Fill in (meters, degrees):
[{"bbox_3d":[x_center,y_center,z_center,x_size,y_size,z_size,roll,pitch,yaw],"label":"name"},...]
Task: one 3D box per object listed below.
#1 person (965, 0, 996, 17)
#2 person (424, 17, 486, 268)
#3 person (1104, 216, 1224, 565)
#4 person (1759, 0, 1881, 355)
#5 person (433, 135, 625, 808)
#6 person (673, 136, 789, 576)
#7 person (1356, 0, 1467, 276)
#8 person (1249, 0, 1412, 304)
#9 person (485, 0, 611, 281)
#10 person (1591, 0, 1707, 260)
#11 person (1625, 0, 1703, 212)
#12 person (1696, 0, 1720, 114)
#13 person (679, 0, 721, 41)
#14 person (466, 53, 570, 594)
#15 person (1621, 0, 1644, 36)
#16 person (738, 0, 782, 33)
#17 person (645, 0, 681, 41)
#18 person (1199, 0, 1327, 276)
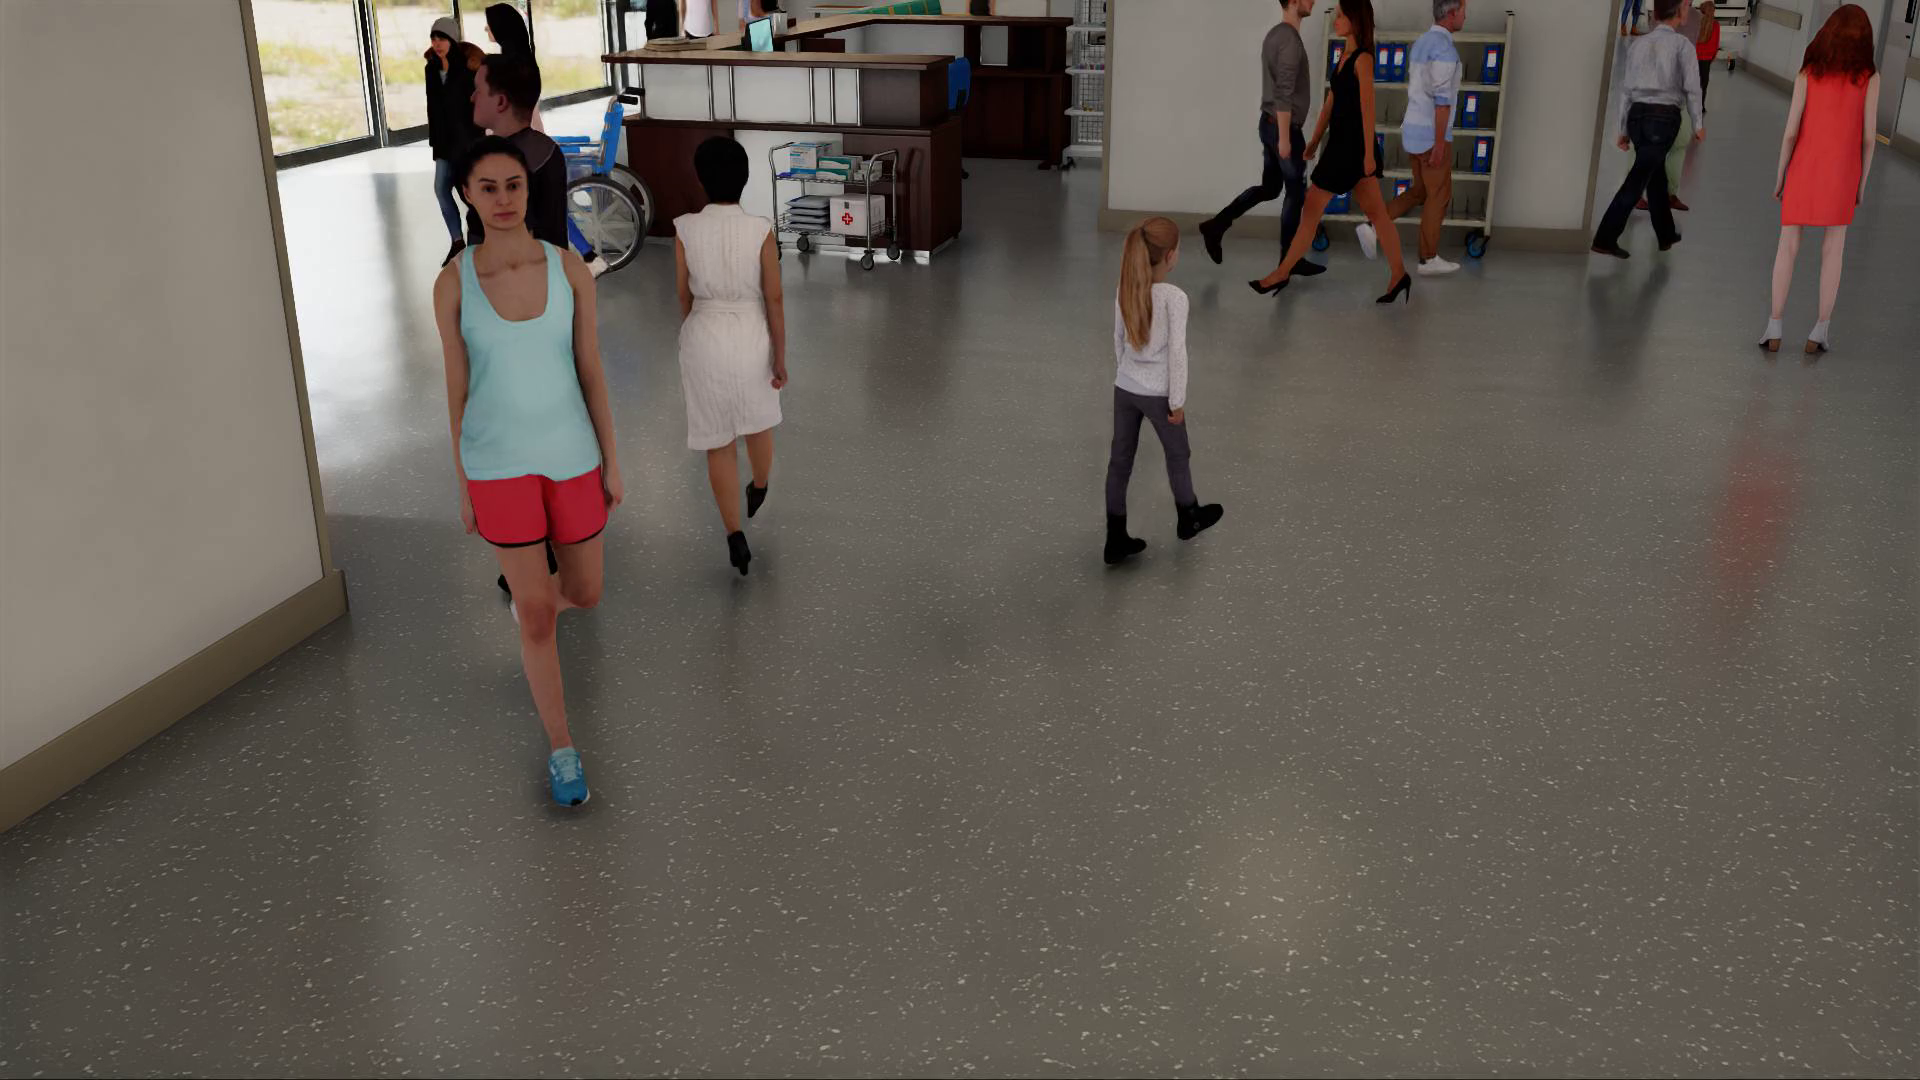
[{"bbox_3d":[0.263,-6.492,21.409,1.057,1.530,0.646,7,22,18],"label":"person"},{"bbox_3d":[-3.310,-2.659,11.155,0.515,1.626,0.682,5,21,13],"label":"person"},{"bbox_3d":[0.636,-0.513,6.005,0.817,1.260,0.782,18,27,39],"label":"person"},{"bbox_3d":[4.611,-1.915,8.905,0.496,1.828,0.681,9,23,23],"label":"person"},{"bbox_3d":[-1.153,-0.188,4.464,1.025,1.744,1.042,-9,23,-23],"label":"person"},{"bbox_3d":[-0.821,-0.611,5.908,0.986,1.512,0.857,-3,21,-8],"label":"person"},{"bbox_3d":[2.972,-2.626,10.813,1.035,1.806,0.883,-1,21,-3],"label":"person"},{"bbox_3d":[2.398,-2.221,9.788,1.251,1.774,0.784,-1,21,-2],"label":"person"},{"bbox_3d":[-2.624,-2.375,10.247,1.148,1.738,0.696,4,21,11],"label":"person"},{"bbox_3d":[4.615,-2.752,11.210,1.256,1.761,1.186,-11,23,-27],"label":"person"},{"bbox_3d":[5.501,-3.501,13.098,0.956,1.825,0.999,-11,23,-26],"label":"person"},{"bbox_3d":[8.817,-5.754,19.813,0.415,1.281,0.555,7,22,18],"label":"person"},{"bbox_3d":[-3.100,-5.994,19.770,1.063,1.760,0.958,-2,21,-5],"label":"person"},{"bbox_3d":[-1.498,-0.744,5.788,0.730,1.845,0.803,-2,21,-5],"label":"person"},{"bbox_3d":[13.078,-10.670,32.184,0.585,1.713,0.727,-3,21,-7],"label":"person"},{"bbox_3d":[-1.835,-4.434,15.658,1.174,1.756,0.896,-1,21,-3],"label":"person"},{"bbox_3d":[-3.314,-5.428,18.466,0.631,1.625,0.702,5,21,12],"label":"person"},{"bbox_3d":[1.999,-2.655,10.782,1.150,1.882,0.878,0,21,0],"label":"person"}]
